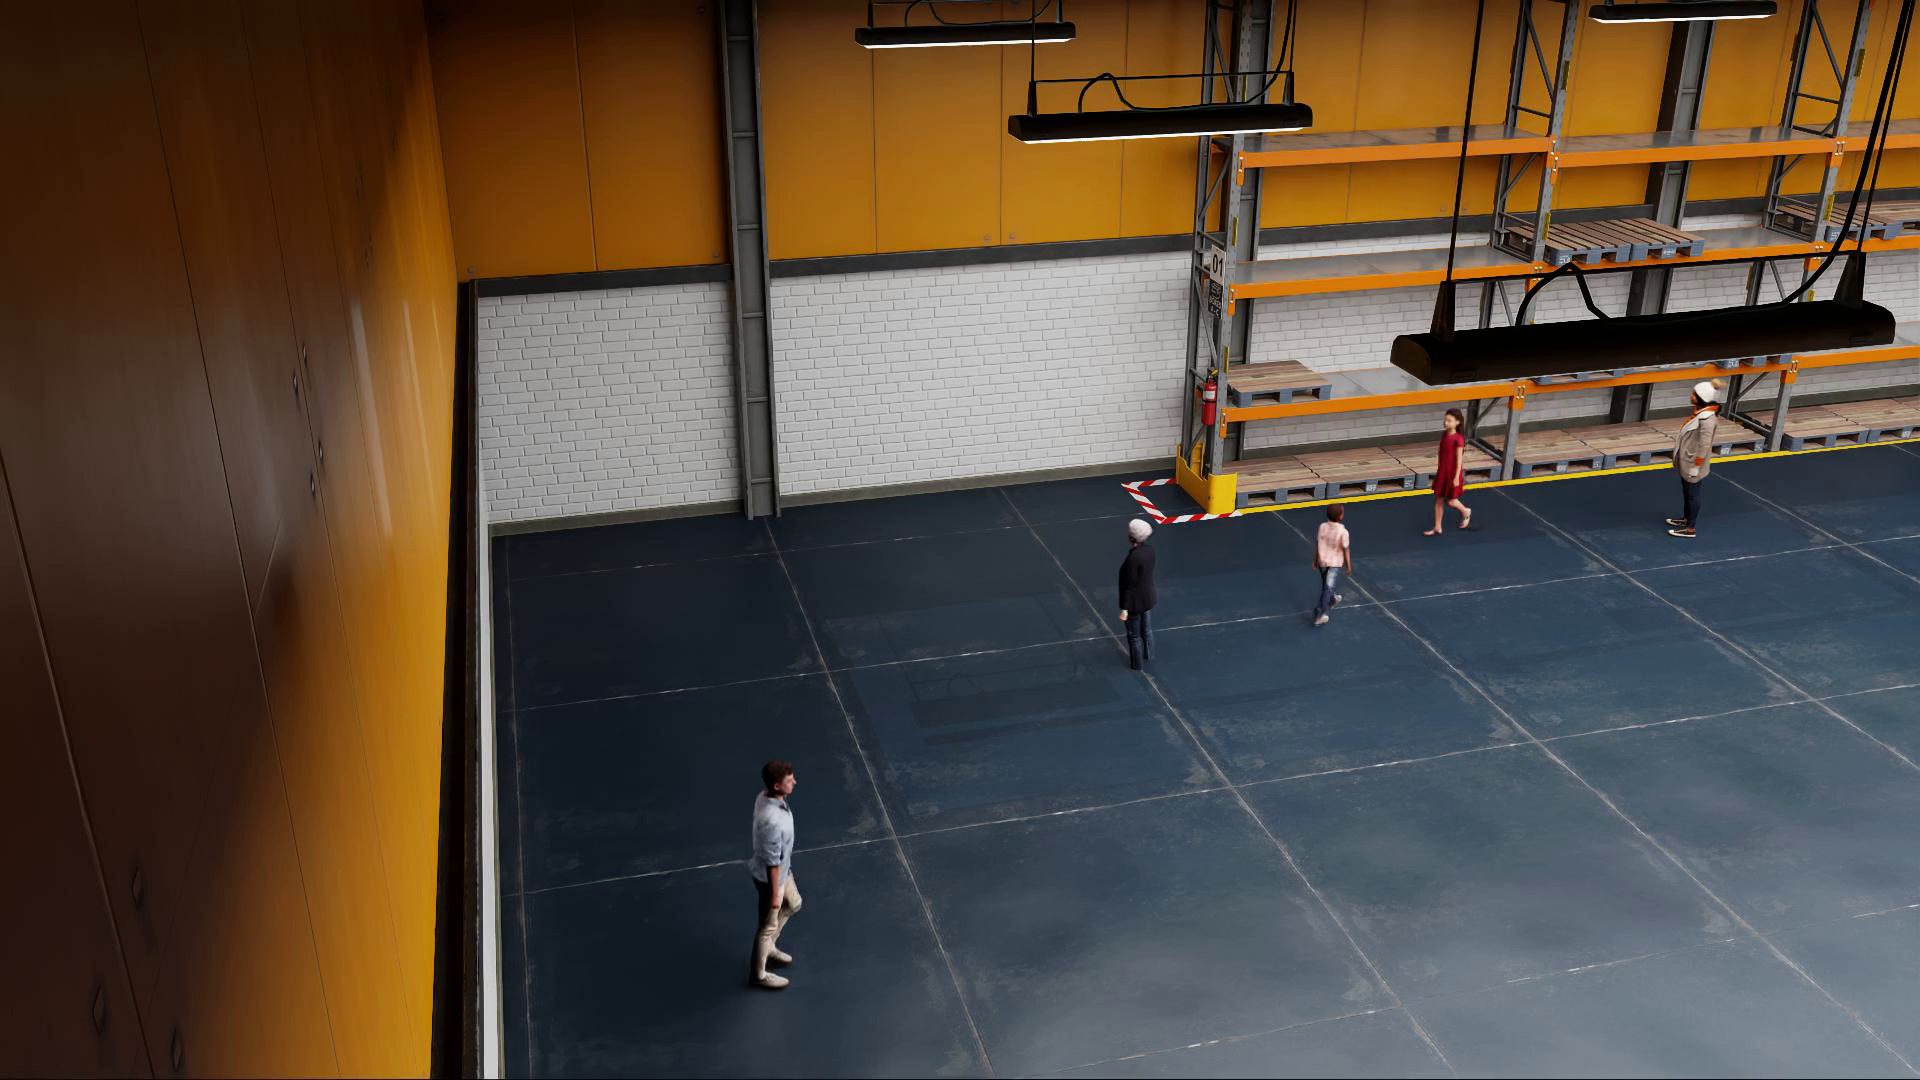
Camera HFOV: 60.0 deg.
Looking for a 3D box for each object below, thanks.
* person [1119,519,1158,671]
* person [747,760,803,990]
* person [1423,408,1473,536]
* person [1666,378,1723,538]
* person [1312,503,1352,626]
[{"bbox_3d":[1.760,0.638,16.328,0.813,1.780,0.821,17,29,34],"label":"person"},{"bbox_3d":[-1.359,2.345,11.706,0.690,1.831,0.701,-2,24,-3],"label":"person"},{"bbox_3d":[5.713,-0.787,19.234,0.876,1.540,0.633,-10,26,-22],"label":"person"},{"bbox_3d":[8.515,-0.971,19.213,0.849,1.894,0.824,7,25,16],"label":"person"},{"bbox_3d":[3.794,0.263,17.165,0.839,1.274,0.975,19,30,37],"label":"person"}]
